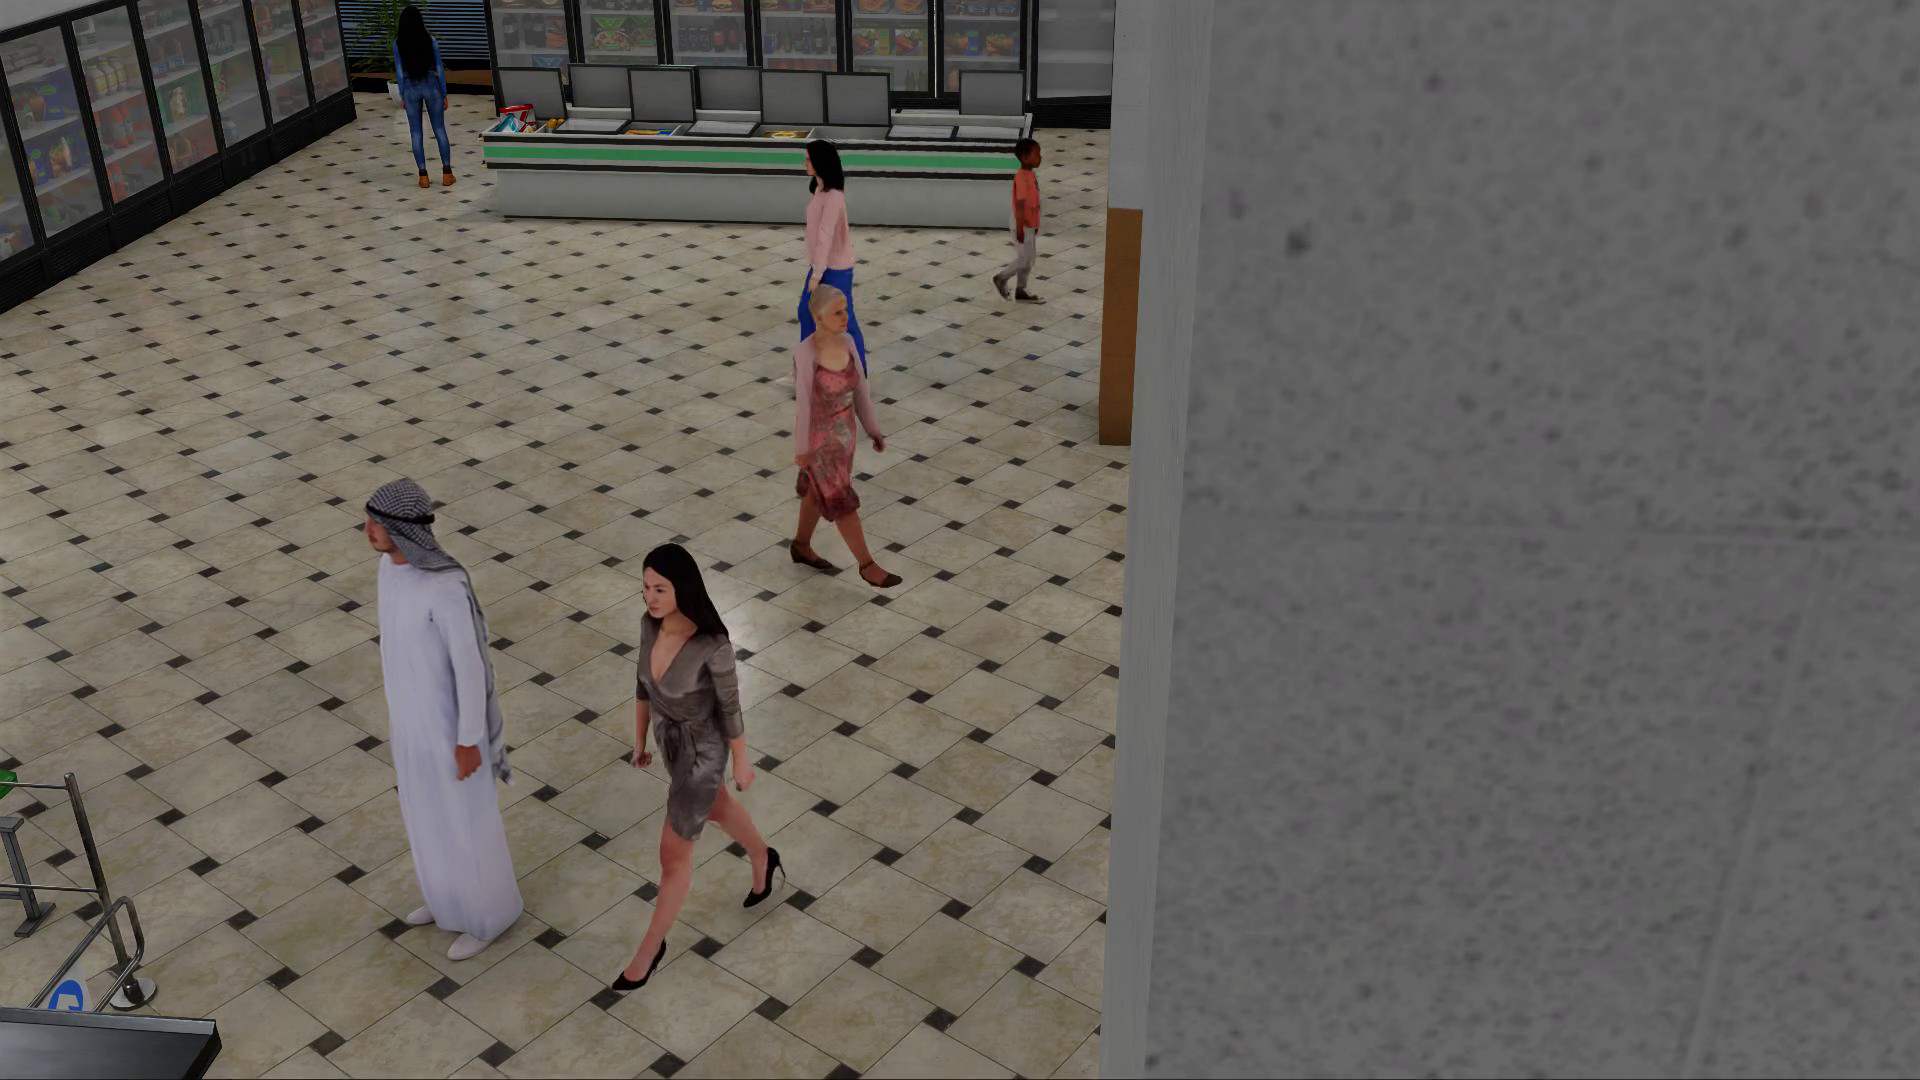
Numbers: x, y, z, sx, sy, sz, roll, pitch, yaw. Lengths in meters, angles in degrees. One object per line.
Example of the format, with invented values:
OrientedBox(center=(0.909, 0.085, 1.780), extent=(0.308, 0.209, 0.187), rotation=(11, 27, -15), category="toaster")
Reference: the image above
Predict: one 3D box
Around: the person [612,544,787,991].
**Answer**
OrientedBox(center=(-0.928, 0.780, 6.146), extent=(1.124, 1.697, 1.084), rotation=(21, 33, 35), category="person")

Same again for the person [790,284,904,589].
OrientedBox(center=(-0.773, -0.550, 8.813), extent=(1.088, 1.656, 0.850), rotation=(14, 30, 25), category="person")

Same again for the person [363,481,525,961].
OrientedBox(center=(-1.920, 0.660, 6.129), extent=(0.781, 1.926, 0.862), rotation=(24, 35, 38), category="person")

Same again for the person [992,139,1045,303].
OrientedBox(center=(0.443, -2.484, 13.022), extent=(0.686, 1.299, 0.581), rotation=(10, 28, 18), category="person")

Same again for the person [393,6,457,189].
OrientedBox(center=(-5.207, -4.295, 16.137), extent=(0.573, 1.713, 0.724), rotation=(-7, 28, -14), category="person")

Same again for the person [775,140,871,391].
OrientedBox(center=(-0.771, -1.800, 11.181), extent=(0.969, 1.744, 0.828), rotation=(-7, 28, -14), category="person")
